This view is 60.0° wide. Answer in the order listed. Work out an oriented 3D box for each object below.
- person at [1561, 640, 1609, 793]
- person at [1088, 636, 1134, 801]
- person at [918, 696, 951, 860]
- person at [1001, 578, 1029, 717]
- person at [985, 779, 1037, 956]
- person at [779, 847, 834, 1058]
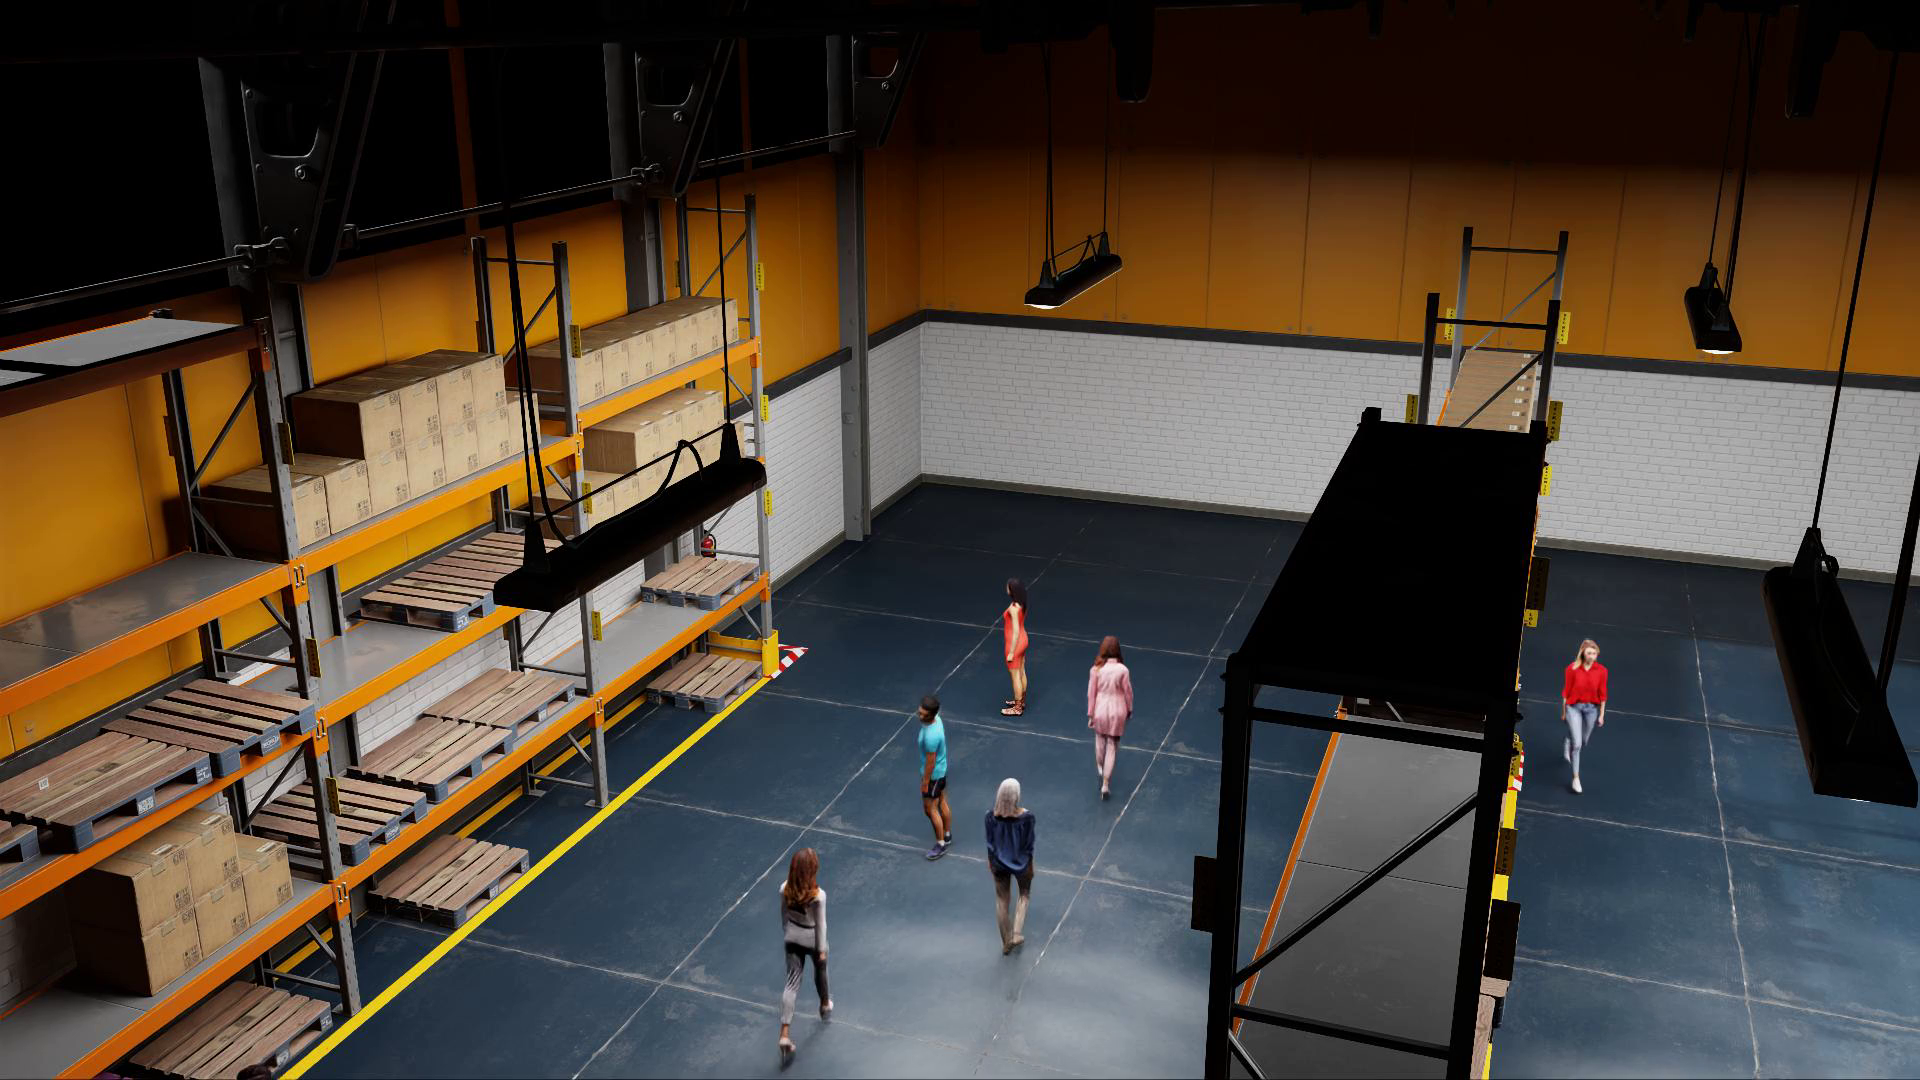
[{"bbox_3d":[6.746,1.848,18.093,0.782,1.678,1.099,2,19,6],"label":"person"},{"bbox_3d":[1.579,1.926,17.709,0.684,1.776,0.915,5,19,13],"label":"person"},{"bbox_3d":[-0.218,2.303,16.619,0.924,1.756,0.617,5,19,14],"label":"person"},{"bbox_3d":[0.672,1.258,19.780,0.657,1.719,0.455,5,19,16],"label":"person"},{"bbox_3d":[0.437,2.947,14.813,0.659,1.689,0.640,4,19,11],"label":"person"},{"bbox_3d":[-1.310,3.366,13.517,0.581,1.722,1.069,7,20,20],"label":"person"}]
